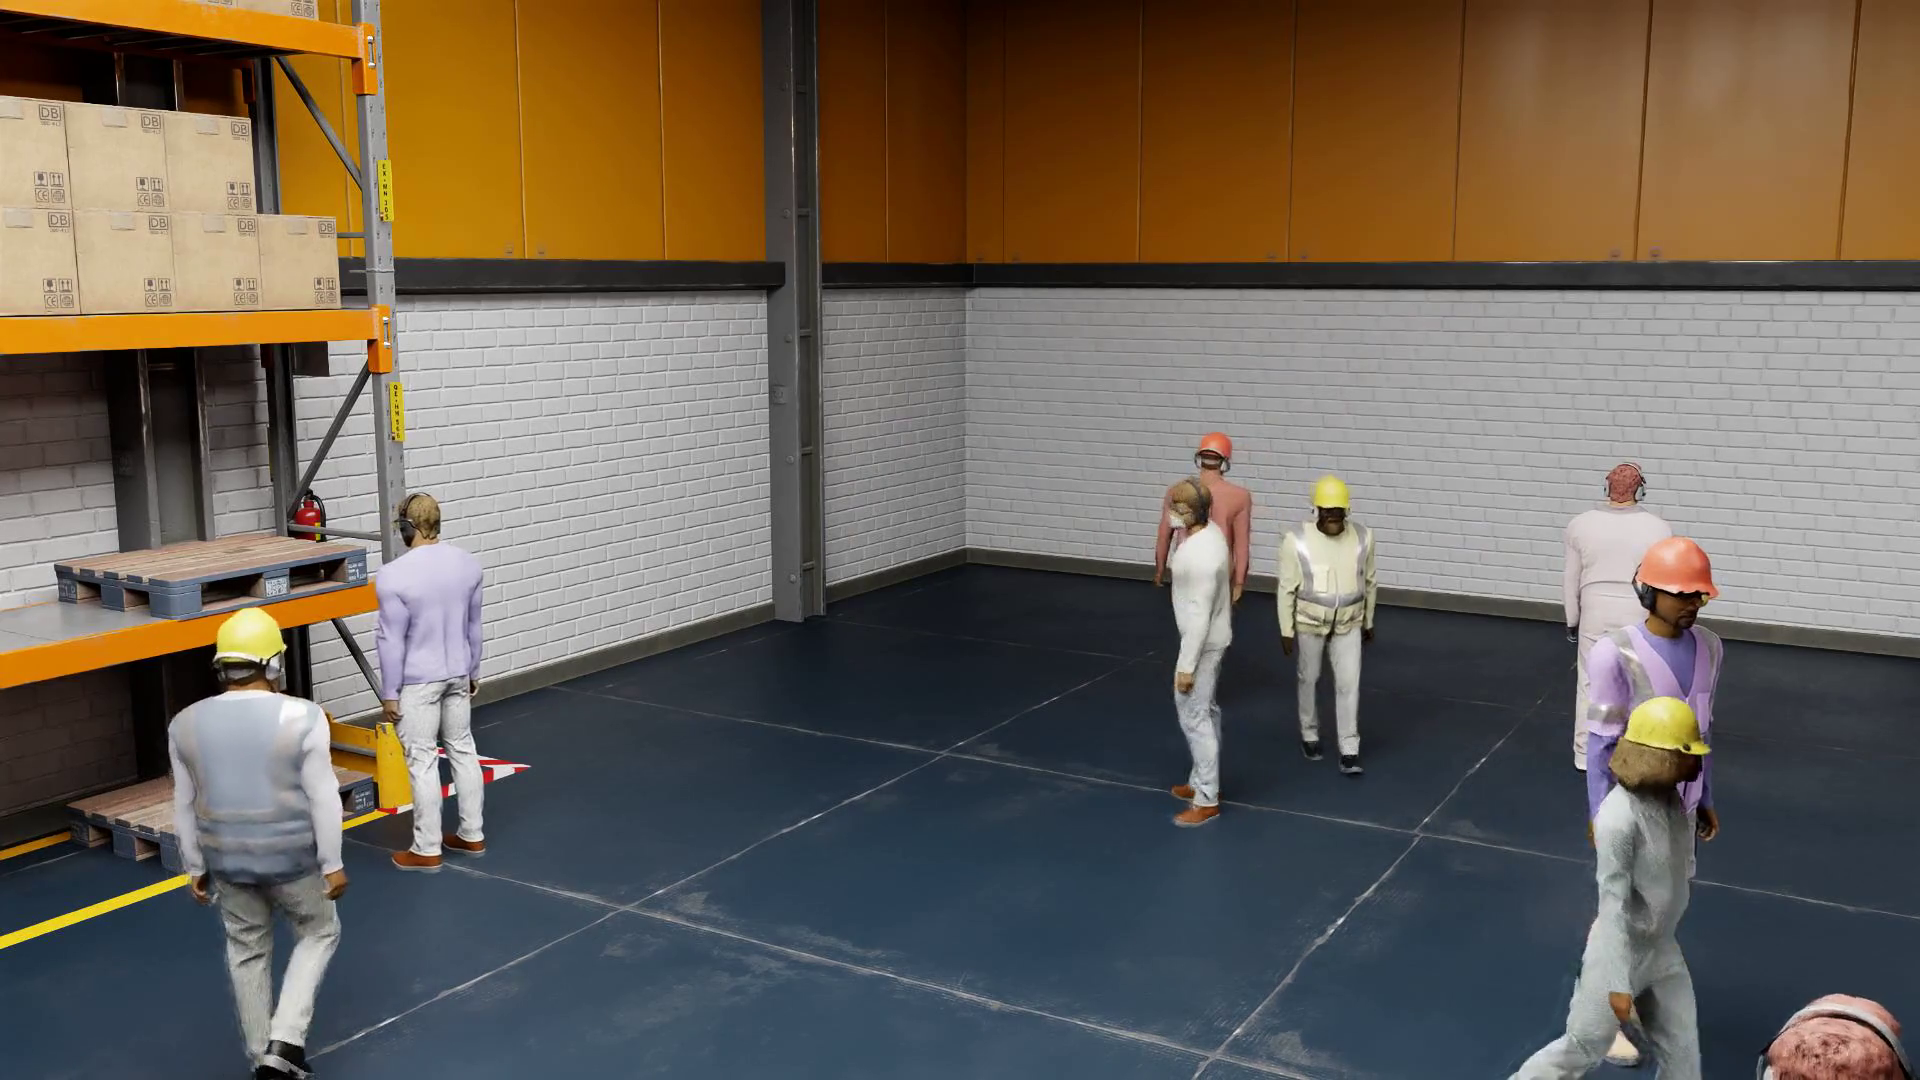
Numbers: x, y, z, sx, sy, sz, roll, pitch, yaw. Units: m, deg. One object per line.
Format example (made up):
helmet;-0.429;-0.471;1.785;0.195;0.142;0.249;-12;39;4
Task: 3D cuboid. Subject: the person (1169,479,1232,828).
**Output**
person;1.326;0.610;9.259;0.371;1.909;0.702;2;9;10

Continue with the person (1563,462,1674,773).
person;3.967;0.484;10.022;0.639;1.908;0.409;6;11;32

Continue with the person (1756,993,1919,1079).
person;1.362;1.663;2.709;0.637;1.898;0.395;7;12;38

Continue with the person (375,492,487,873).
person;-2.691;0.716;8.495;0.363;1.930;0.629;6;11;33

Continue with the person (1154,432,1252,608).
person;1.673;0.226;11.512;0.630;1.928;1.000;0;9;3

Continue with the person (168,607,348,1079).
person;-2.555;1.150;6.115;0.615;1.821;0.414;0;9;1

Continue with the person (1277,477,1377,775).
person;2.249;0.522;10.088;0.629;1.799;0.827;0;9;0

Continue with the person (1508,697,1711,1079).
person;2.147;1.320;5.402;0.491;1.709;0.862;-7;12;-38

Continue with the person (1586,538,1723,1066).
person;2.687;0.996;6.399;0.616;2.040;0.382;-4;10;-23
